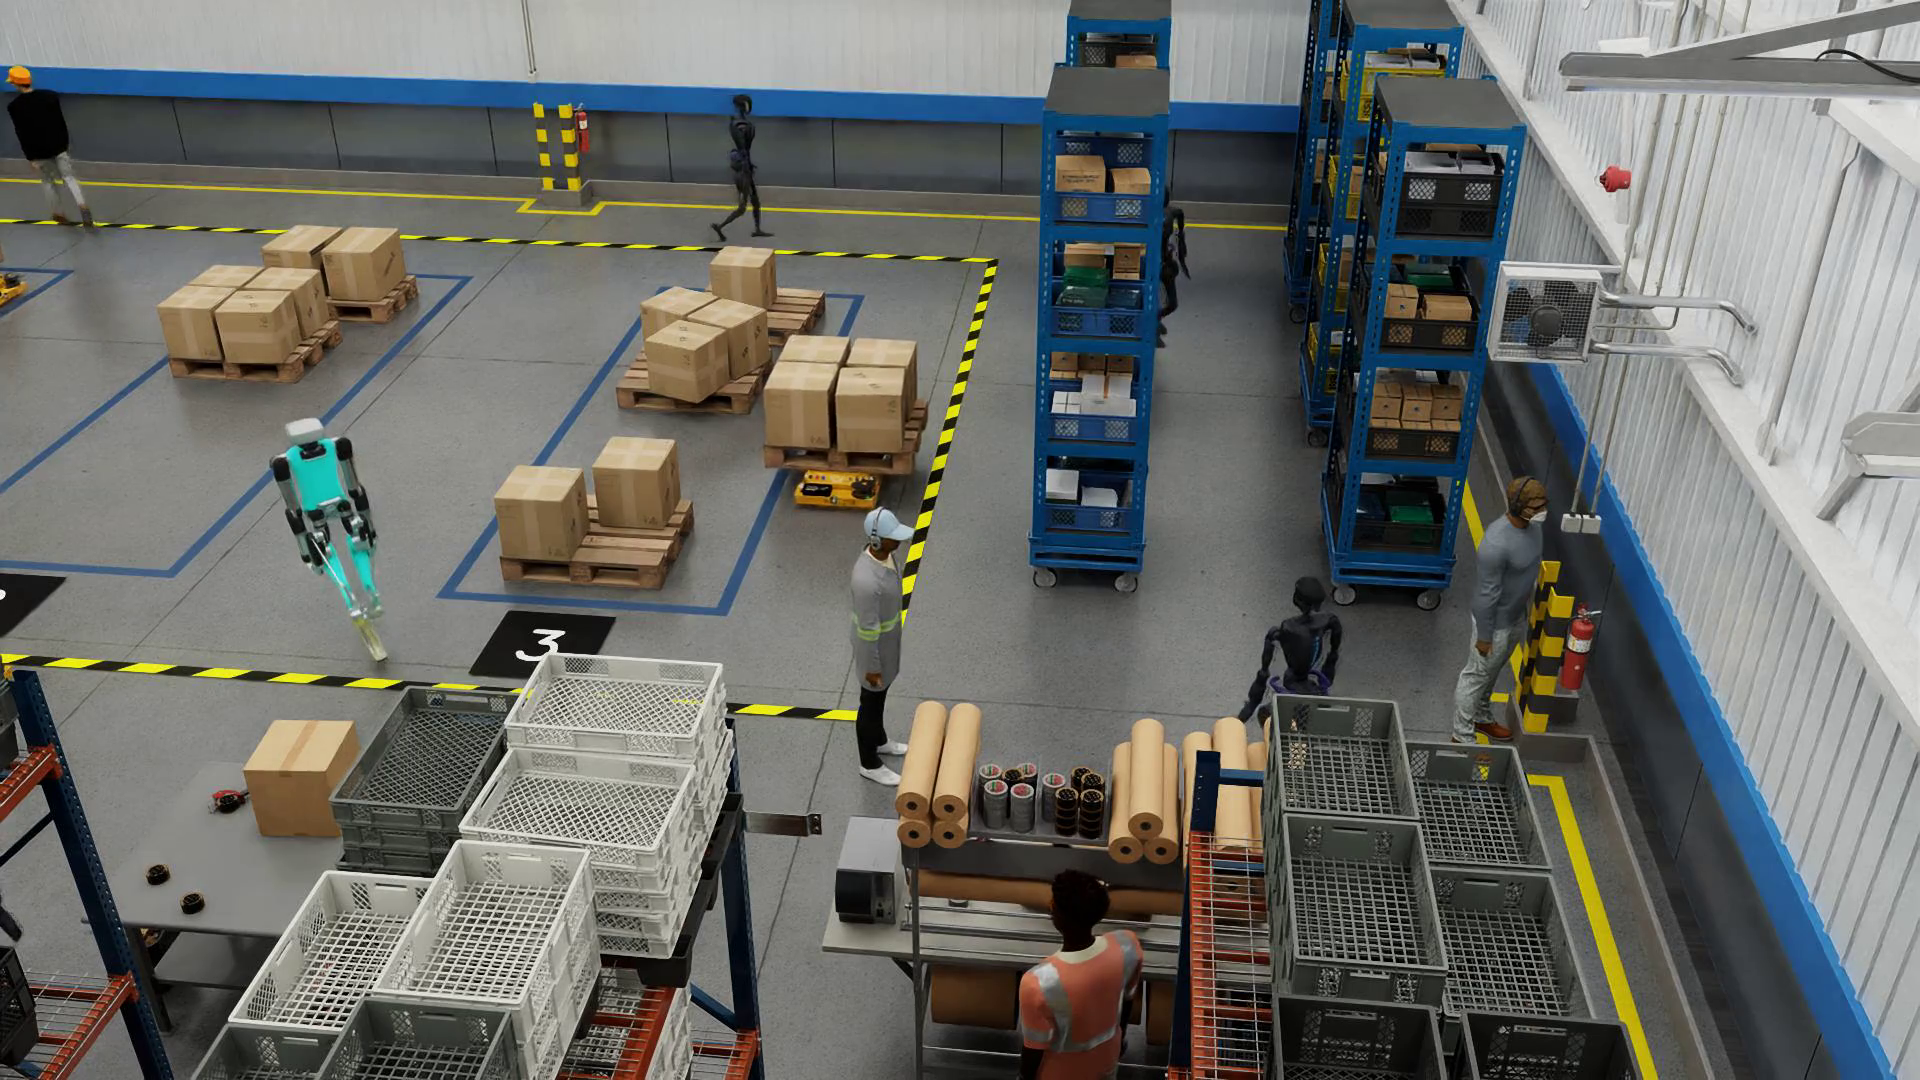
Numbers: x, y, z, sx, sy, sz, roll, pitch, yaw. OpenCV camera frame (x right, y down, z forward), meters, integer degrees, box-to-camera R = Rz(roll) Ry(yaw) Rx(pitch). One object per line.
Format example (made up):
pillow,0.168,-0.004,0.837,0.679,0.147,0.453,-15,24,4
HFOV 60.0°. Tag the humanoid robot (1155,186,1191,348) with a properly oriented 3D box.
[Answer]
humanoid robot,1.877,-2.634,15.808,0.616,1.630,0.479,-12,32,-19

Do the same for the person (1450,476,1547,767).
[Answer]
person,3.323,0.472,10.205,0.373,1.939,0.629,22,37,33

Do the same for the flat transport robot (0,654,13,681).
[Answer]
flat transport robot,-7.142,0.969,11.010,1.431,0.231,0.659,3,30,6

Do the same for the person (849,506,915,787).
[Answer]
person,-0.458,0.619,10.037,0.397,1.852,0.589,6,31,9

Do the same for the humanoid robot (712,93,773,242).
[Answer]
humanoid robot,-2.446,-4.112,18.370,0.603,1.661,0.612,-2,30,-4

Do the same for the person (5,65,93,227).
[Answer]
person,-10.200,-4.374,18.614,0.760,1.852,0.601,23,37,34

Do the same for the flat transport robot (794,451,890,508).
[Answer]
flat transport robot,-0.927,-0.707,13.860,0.652,0.197,1.431,3,30,6

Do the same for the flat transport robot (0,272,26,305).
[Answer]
flat transport robot,-10.470,-2.574,17.067,1.431,0.197,0.652,3,30,6

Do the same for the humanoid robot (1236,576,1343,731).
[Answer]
humanoid robot,1.949,0.967,9.625,0.600,1.645,0.542,-12,32,-20

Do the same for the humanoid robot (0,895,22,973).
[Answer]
humanoid robot,-4.954,1.815,8.149,0.600,1.646,0.332,4,30,6

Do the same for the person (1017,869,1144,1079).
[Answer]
person,0.487,2.210,7.191,0.609,1.965,0.363,-19,35,-29

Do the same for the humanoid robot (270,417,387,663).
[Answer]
humanoid robot,-4.093,0.068,11.077,0.537,1.729,0.958,-23,37,-33
